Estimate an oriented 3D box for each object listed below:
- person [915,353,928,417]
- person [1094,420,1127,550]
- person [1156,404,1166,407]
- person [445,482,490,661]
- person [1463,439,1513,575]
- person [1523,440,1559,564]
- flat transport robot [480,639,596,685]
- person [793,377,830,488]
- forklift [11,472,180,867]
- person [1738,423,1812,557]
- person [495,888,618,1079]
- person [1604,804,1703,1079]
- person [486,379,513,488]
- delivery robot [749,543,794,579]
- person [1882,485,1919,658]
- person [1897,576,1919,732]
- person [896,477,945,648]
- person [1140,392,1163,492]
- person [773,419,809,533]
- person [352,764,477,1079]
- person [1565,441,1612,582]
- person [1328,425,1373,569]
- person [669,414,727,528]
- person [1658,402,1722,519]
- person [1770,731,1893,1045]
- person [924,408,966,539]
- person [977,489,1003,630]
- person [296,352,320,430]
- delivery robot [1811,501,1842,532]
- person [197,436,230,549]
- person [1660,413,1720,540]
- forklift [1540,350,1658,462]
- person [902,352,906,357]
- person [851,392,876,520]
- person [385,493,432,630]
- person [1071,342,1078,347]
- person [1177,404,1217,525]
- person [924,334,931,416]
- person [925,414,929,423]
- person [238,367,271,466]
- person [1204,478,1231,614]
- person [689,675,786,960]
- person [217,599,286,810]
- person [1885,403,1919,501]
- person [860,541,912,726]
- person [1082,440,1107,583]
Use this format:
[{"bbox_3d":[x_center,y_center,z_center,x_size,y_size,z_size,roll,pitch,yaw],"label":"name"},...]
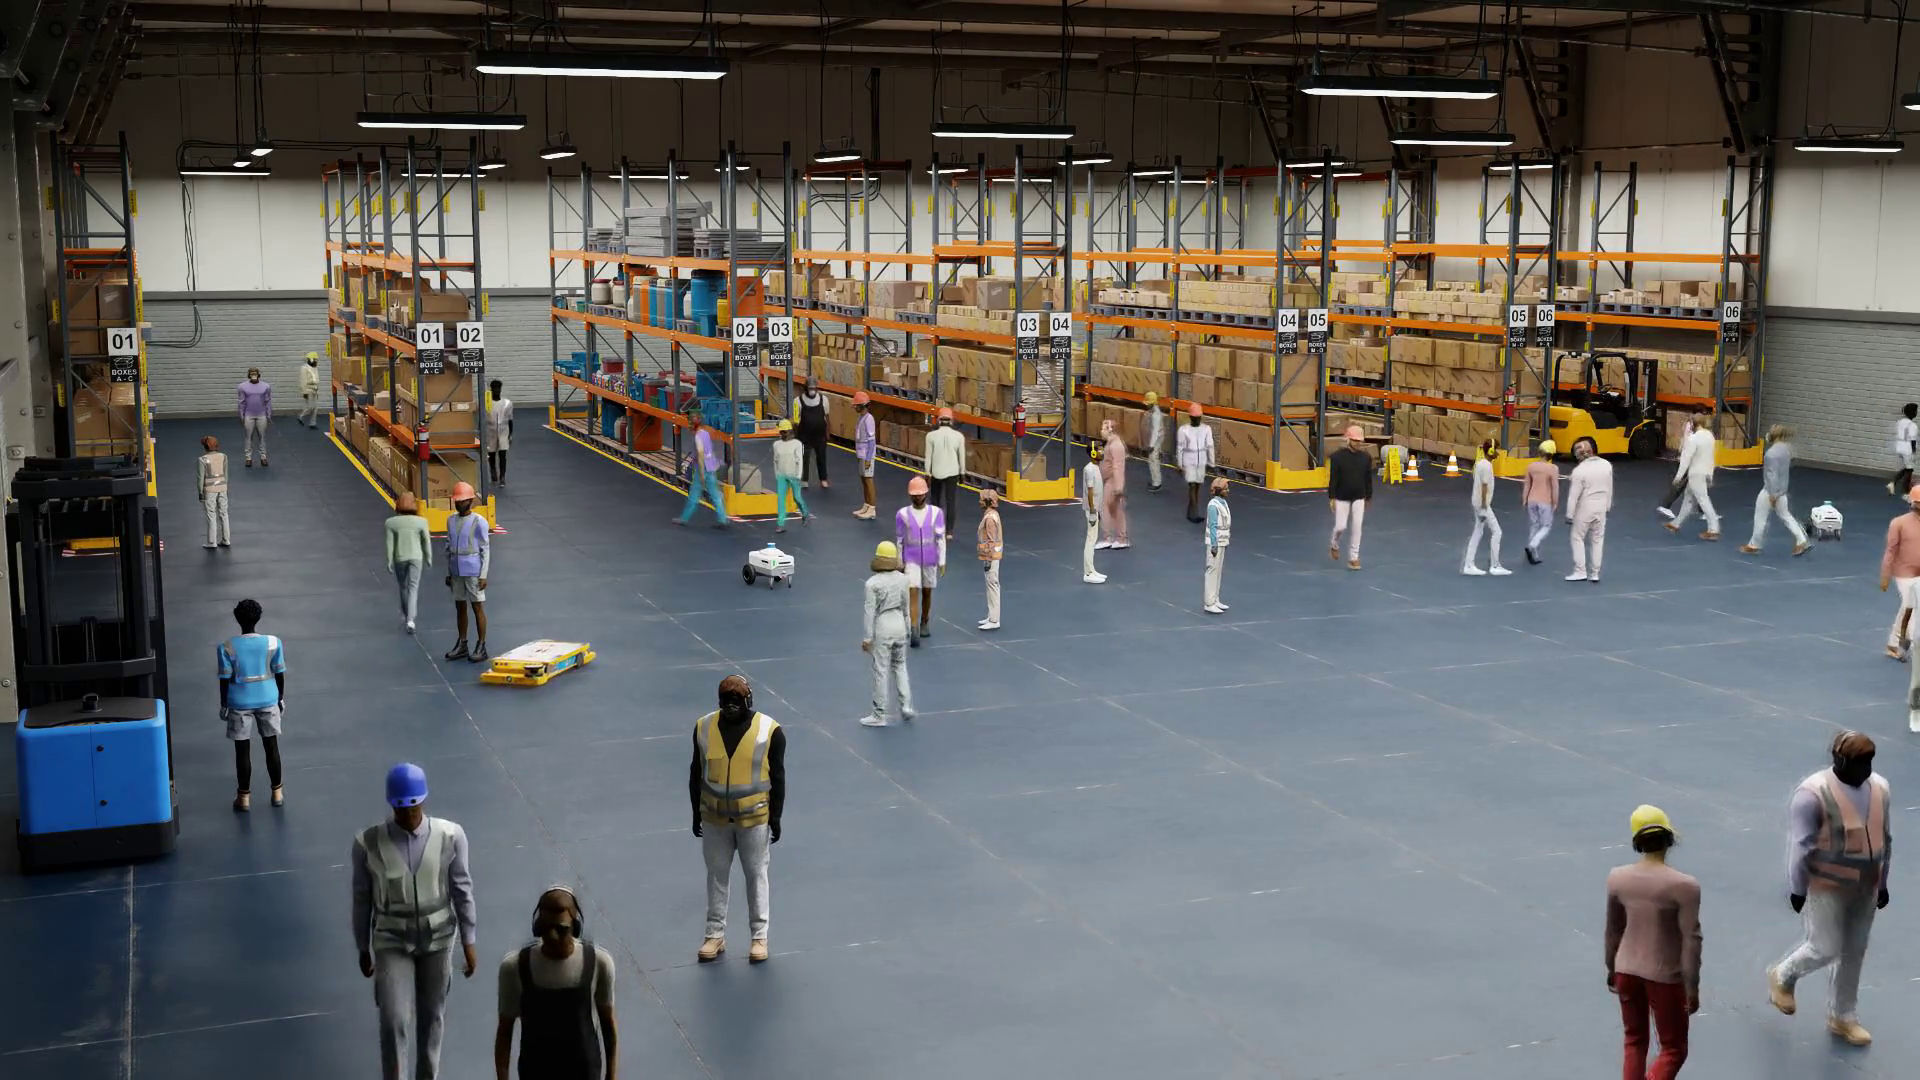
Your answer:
[{"bbox_3d":[-0.951,-3.207,46.444,0.599,1.873,0.473,-3,9,-22],"label":"person"},{"bbox_3d":[2.123,-0.793,30.301,0.698,1.882,0.677,0,9,2],"label":"person"},{"bbox_3d":[4.593,-3.309,47.921,0.502,1.632,0.279,-3,9,-21],"label":"person"},{"bbox_3d":[-5.337,0.340,22.587,0.552,1.936,0.360,4,9,26],"label":"person"},{"bbox_3d":[7.131,-0.436,28.099,0.777,1.830,0.539,0,9,1],"label":"person"},{"bbox_3d":[7.988,-0.517,28.921,0.515,1.744,0.581,-8,12,-42],"label":"person"},{"bbox_3d":[-4.428,1.273,22.037,0.652,0.197,1.431,2,9,14],"label":"flat transport robot"},{"bbox_3d":[-2.665,-1.917,37.428,0.703,2.000,0.544,-2,9,-16],"label":"person"},{"bbox_3d":[-6.630,0.886,15.957,1.129,2.768,1.873,-3,9,-21],"label":"forklift"},{"bbox_3d":[11.624,-0.709,29.718,0.970,1.909,0.635,8,12,44],"label":"person"},{"bbox_3d":[-1.779,2.409,9.265,0.515,1.799,0.947,-1,9,-5],"label":"person"},{"bbox_3d":[3.474,2.236,10.645,0.620,1.719,0.582,-7,11,-41],"label":"person"},{"bbox_3d":[-8.381,-1.951,37.865,0.609,1.938,0.921,-2,9,-14],"label":"person"},{"bbox_3d":[-2.465,0.283,27.385,0.477,0.478,0.707,-6,10,-34],"label":"delivery robot"},{"bbox_3d":[10.240,0.371,22.366,0.644,1.937,1.012,-2,9,-11],"label":"person"},{"bbox_3d":[8.818,0.926,19.027,0.528,1.842,0.876,3,9,21],"label":"person"},{"bbox_3d":[-0.445,0.219,23.596,0.550,1.891,1.010,-1,9,-5],"label":"person"},{"bbox_3d":[3.396,-1.751,37.048,0.450,1.782,0.716,-1,9,-4],"label":"person"},{"bbox_3d":[-2.609,-1.010,32.247,0.529,1.739,0.771,3,9,20],"label":"person"},{"bbox_3d":[-2.806,2.111,10.838,0.610,1.924,0.728,-3,9,-22],"label":"person"},{"bbox_3d":[8.282,-0.369,27.576,0.687,1.884,0.429,-3,9,-20],"label":"person"},{"bbox_3d":[5.339,-0.602,28.732,0.634,1.973,0.581,-1,9,-7],"label":"person"},{"bbox_3d":[-4.050,-1.068,32.445,0.953,1.781,0.709,1,9,8],"label":"person"},{"bbox_3d":[11.707,-1.275,33.550,0.966,1.883,0.602,0,9,2],"label":"person"},{"bbox_3d":[5.054,1.970,12.101,0.640,1.830,0.546,-3,9,-19],"label":"person"},{"bbox_3d":[-0.240,-1.026,31.653,0.649,1.946,0.959,-1,9,-8],"label":"person"},{"bbox_3d":[0.348,0.219,24.376,0.308,1.639,0.524,0,9,3],"label":"person"},{"bbox_3d":[-14.921,-3.414,48.058,0.459,1.804,0.610,2,9,14],"label":"person"},{"bbox_3d":[13.064,-0.343,31.559,0.477,0.478,0.707,2,9,13],"label":"delivery robot"},{"bbox_3d":[-10.887,-0.702,30.554,0.315,1.629,0.508,6,10,34],"label":"person"},{"bbox_3d":[11.034,-0.966,31.464,1.016,1.886,0.650,8,12,44],"label":"person"},{"bbox_3d":[12.897,-2.725,42.309,2.313,2.155,1.214,-3,9,-21],"label":"forklift"},{"bbox_3d":[-1.262,-3.480,48.529,0.629,1.804,0.965,-2,9,-14],"label":"person"},{"bbox_3d":[-1.546,-1.355,33.556,0.400,2.037,0.610,-2,9,-15],"label":"person"},{"bbox_3d":[-6.431,0.243,24.415,0.508,1.597,0.873,-1,9,-9],"label":"person"},{"bbox_3d":[2.724,-3.856,50.730,0.595,1.893,0.941,-5,10,-29],"label":"person"},{"bbox_3d":[3.731,-1.203,33.037,0.563,1.882,0.990,-2,9,-13],"label":"person"},{"bbox_3d":[-0.755,-4.106,51.883,0.616,2.039,0.388,-6,10,-35],"label":"person"},{"bbox_3d":[-0.728,-3.603,49.880,0.507,1.631,0.266,-2,9,-14],"label":"person"},{"bbox_3d":[-13.787,-2.419,40.975,0.627,1.940,0.370,-4,9,-23],"label":"person"},{"bbox_3d":[3.132,0.058,25.454,0.312,1.639,0.520,3,9,20],"label":"person"},{"bbox_3d":[-1.430,1.767,13.388,0.622,1.844,0.429,1,9,7],"label":"person"},{"bbox_3d":[-5.700,1.317,16.868,0.541,1.695,0.316,-5,10,-30],"label":"person"},{"bbox_3d":[16.128,-1.504,35.689,0.403,1.686,0.549,0,9,-3],"label":"person"},{"bbox_3d":[-0.669,0.878,19.699,0.568,1.725,0.405,-6,10,-35],"label":"person"},{"bbox_3d":[1.782,-0.388,27.644,0.328,1.876,0.514,1,9,9],"label":"person"}]
